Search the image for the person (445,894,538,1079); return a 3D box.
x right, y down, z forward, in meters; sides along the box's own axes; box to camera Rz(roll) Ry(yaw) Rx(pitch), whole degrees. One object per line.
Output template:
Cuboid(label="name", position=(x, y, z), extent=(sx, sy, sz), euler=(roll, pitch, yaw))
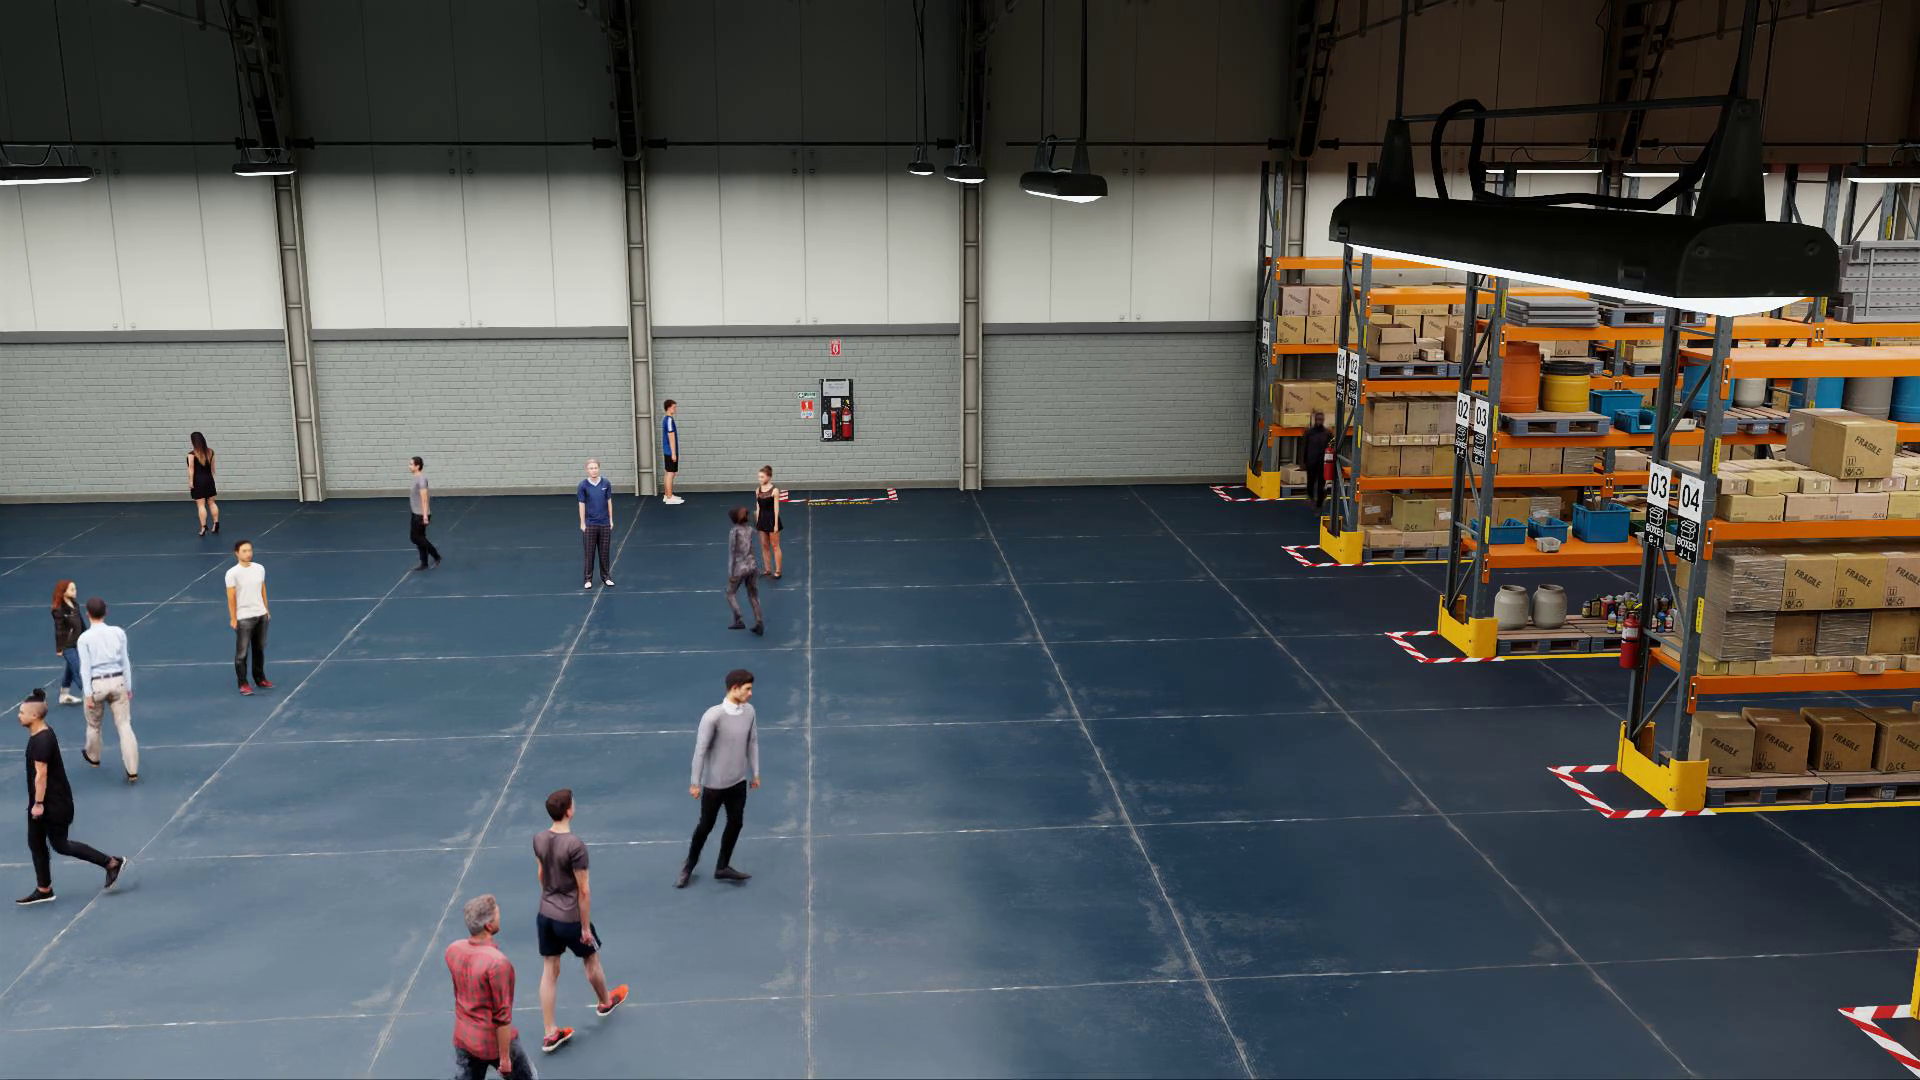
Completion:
Cuboid(label="person", position=(-2.914, 3.040, 9.965), extent=(1.201, 1.789, 1.205), euler=(8, 15, 32))

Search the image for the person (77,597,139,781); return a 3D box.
Cuboid(label="person", position=(-8.451, 1.531, 16.501), extent=(1.173, 1.780, 1.171), euler=(-13, 18, -43))

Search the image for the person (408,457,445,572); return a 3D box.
Cuboid(label="person", position=(-7.983, -0.390, 24.875), extent=(0.822, 1.744, 0.747), euler=(-7, 15, -28))

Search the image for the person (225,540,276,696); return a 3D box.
Cuboid(label="person", position=(-8.245, 0.874, 19.292), extent=(0.744, 1.801, 0.719), euler=(8, 15, 31))

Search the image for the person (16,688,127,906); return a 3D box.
Cuboid(label="person", position=(-7.456, 2.124, 13.799), extent=(1.187, 1.843, 1.012), euler=(-9, 16, -34))

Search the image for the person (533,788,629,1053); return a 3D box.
Cuboid(label="person", position=(-2.805, 2.662, 11.526), extent=(1.118, 1.820, 1.074), euler=(6, 14, 25))

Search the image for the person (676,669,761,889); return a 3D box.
Cuboid(label="person", position=(-2.051, 2.025, 14.137), extent=(1.021, 1.884, 1.095), euler=(-9, 16, -35))

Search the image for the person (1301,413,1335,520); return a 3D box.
Cuboid(label="person", position=(6.171, -1.298, 28.639), extent=(1.021, 1.814, 1.001), euler=(3, 13, 13))

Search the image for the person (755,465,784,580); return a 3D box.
Cuboid(label="person", position=(-2.808, -0.268, 24.490), extent=(0.674, 1.681, 0.752), euler=(8, 15, 31))

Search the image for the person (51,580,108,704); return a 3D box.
Cuboid(label="person", position=(-10.089, 1.171, 18.766), extent=(0.838, 1.459, 0.623), euler=(0, 13, 1))

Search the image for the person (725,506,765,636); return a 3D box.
Cuboid(label="person", position=(-2.757, 0.422, 21.497), extent=(0.972, 1.686, 0.912), euler=(12, 18, 43))

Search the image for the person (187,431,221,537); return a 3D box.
Cuboid(label="person", position=(-12.395, -0.925, 27.257), extent=(0.772, 1.712, 0.741), euler=(7, 15, 27))

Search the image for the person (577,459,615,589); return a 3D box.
Cuboid(label="person", position=(-5.256, -0.255, 24.008), extent=(0.628, 1.871, 0.792), euler=(-7, 15, -28))

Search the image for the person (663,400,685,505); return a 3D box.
Cuboid(label="person", position=(-5.190, -1.597, 29.817), extent=(0.643, 1.867, 0.694), euler=(-4, 14, -17))
